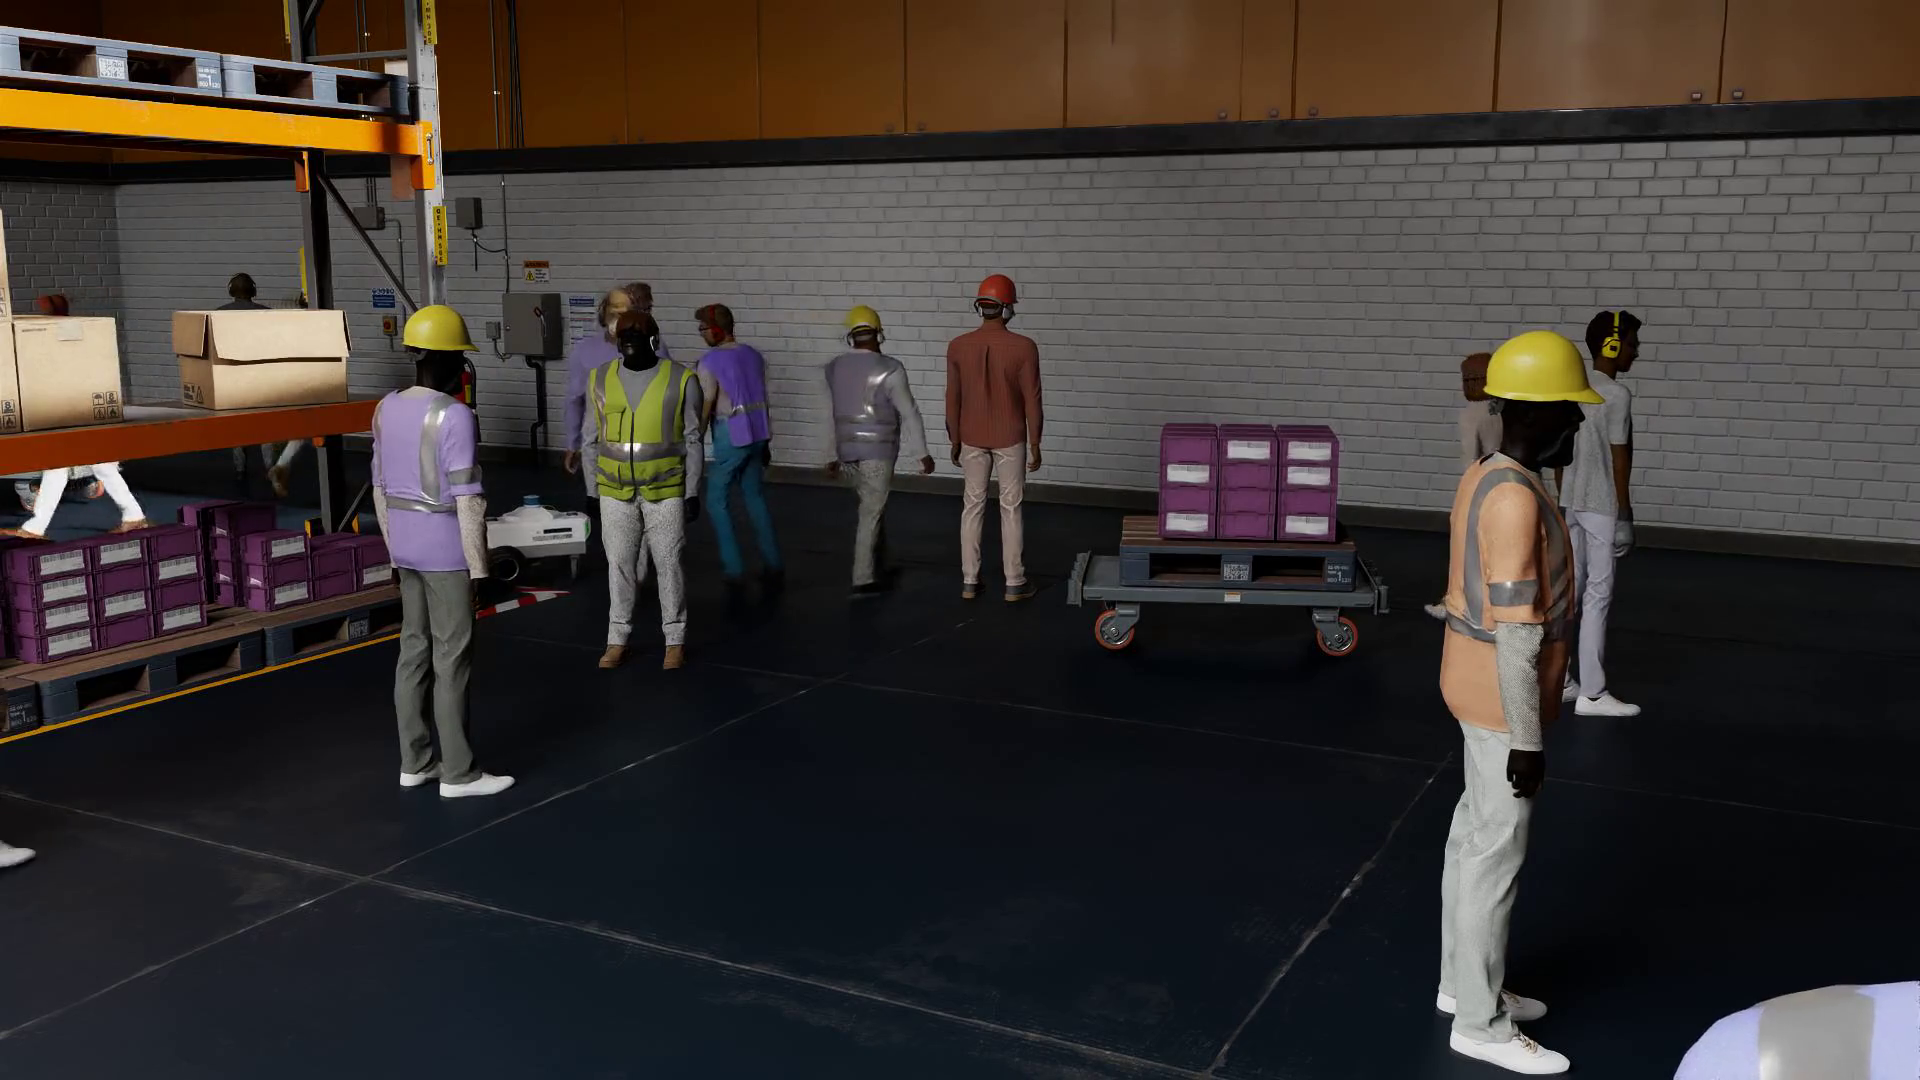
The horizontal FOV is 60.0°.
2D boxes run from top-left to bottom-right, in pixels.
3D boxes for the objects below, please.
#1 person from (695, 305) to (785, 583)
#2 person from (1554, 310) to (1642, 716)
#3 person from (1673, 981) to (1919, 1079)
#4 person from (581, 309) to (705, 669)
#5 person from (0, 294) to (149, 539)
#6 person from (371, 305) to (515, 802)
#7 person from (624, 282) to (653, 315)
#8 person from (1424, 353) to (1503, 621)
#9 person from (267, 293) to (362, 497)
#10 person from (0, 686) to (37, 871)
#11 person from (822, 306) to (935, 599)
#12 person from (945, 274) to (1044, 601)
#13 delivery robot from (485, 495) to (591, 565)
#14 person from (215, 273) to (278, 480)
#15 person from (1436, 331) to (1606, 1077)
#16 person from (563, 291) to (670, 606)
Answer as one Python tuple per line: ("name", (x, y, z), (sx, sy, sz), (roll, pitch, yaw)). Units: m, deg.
("person", (-1.424, -0.595, 10.618), (0.530, 1.794, 0.587), (6, 12, 33))
("person", (2.945, -0.122, 7.698), (0.331, 1.865, 0.519), (-2, 10, -13))
("person", (0.761, 0.964, 1.209), (0.544, 1.933, 0.376), (2, 10, 12))
("person", (-1.626, -0.252, 8.512), (0.632, 1.843, 0.429), (0, 10, 3))
("person", (-6.510, -0.869, 12.163), (1.041, 1.819, 0.559), (-8, 12, -37))
("person", (-2.030, 0.050, 6.512), (0.593, 1.925, 0.384), (7, 12, 36))
("person", (-2.655, -1.186, 13.782), (0.425, 1.887, 0.669), (1, 10, 6))
("person", (2.954, -0.250, 9.252), (0.516, 1.580, 0.889), (-4, 11, -21))
("person", (-5.663, -1.274, 14.503), (0.633, 1.816, 0.796), (5, 11, 29))
("person", (-3.512, 0.233, 5.573), (0.657, 1.889, 0.634), (3, 10, 19))
("person", (-0.480, -0.555, 10.411), (0.635, 1.792, 0.788), (8, 12, 37))
("person", (0.218, -0.620, 10.197), (0.622, 1.994, 0.381), (4, 10, 20))
("delivery robot", (-2.767, -0.047, 10.775), (0.707, 0.478, 0.477), (-5, 11, -28))
("person", (-6.660, -1.523, 15.587), (0.630, 1.940, 0.370), (-2, 10, -12))
("person", (1.455, 0.418, 4.384), (0.365, 1.927, 0.588), (2, 10, 10))
("person", (-2.086, -0.556, 10.133), (0.640, 1.887, 1.010), (0, 10, -1))
